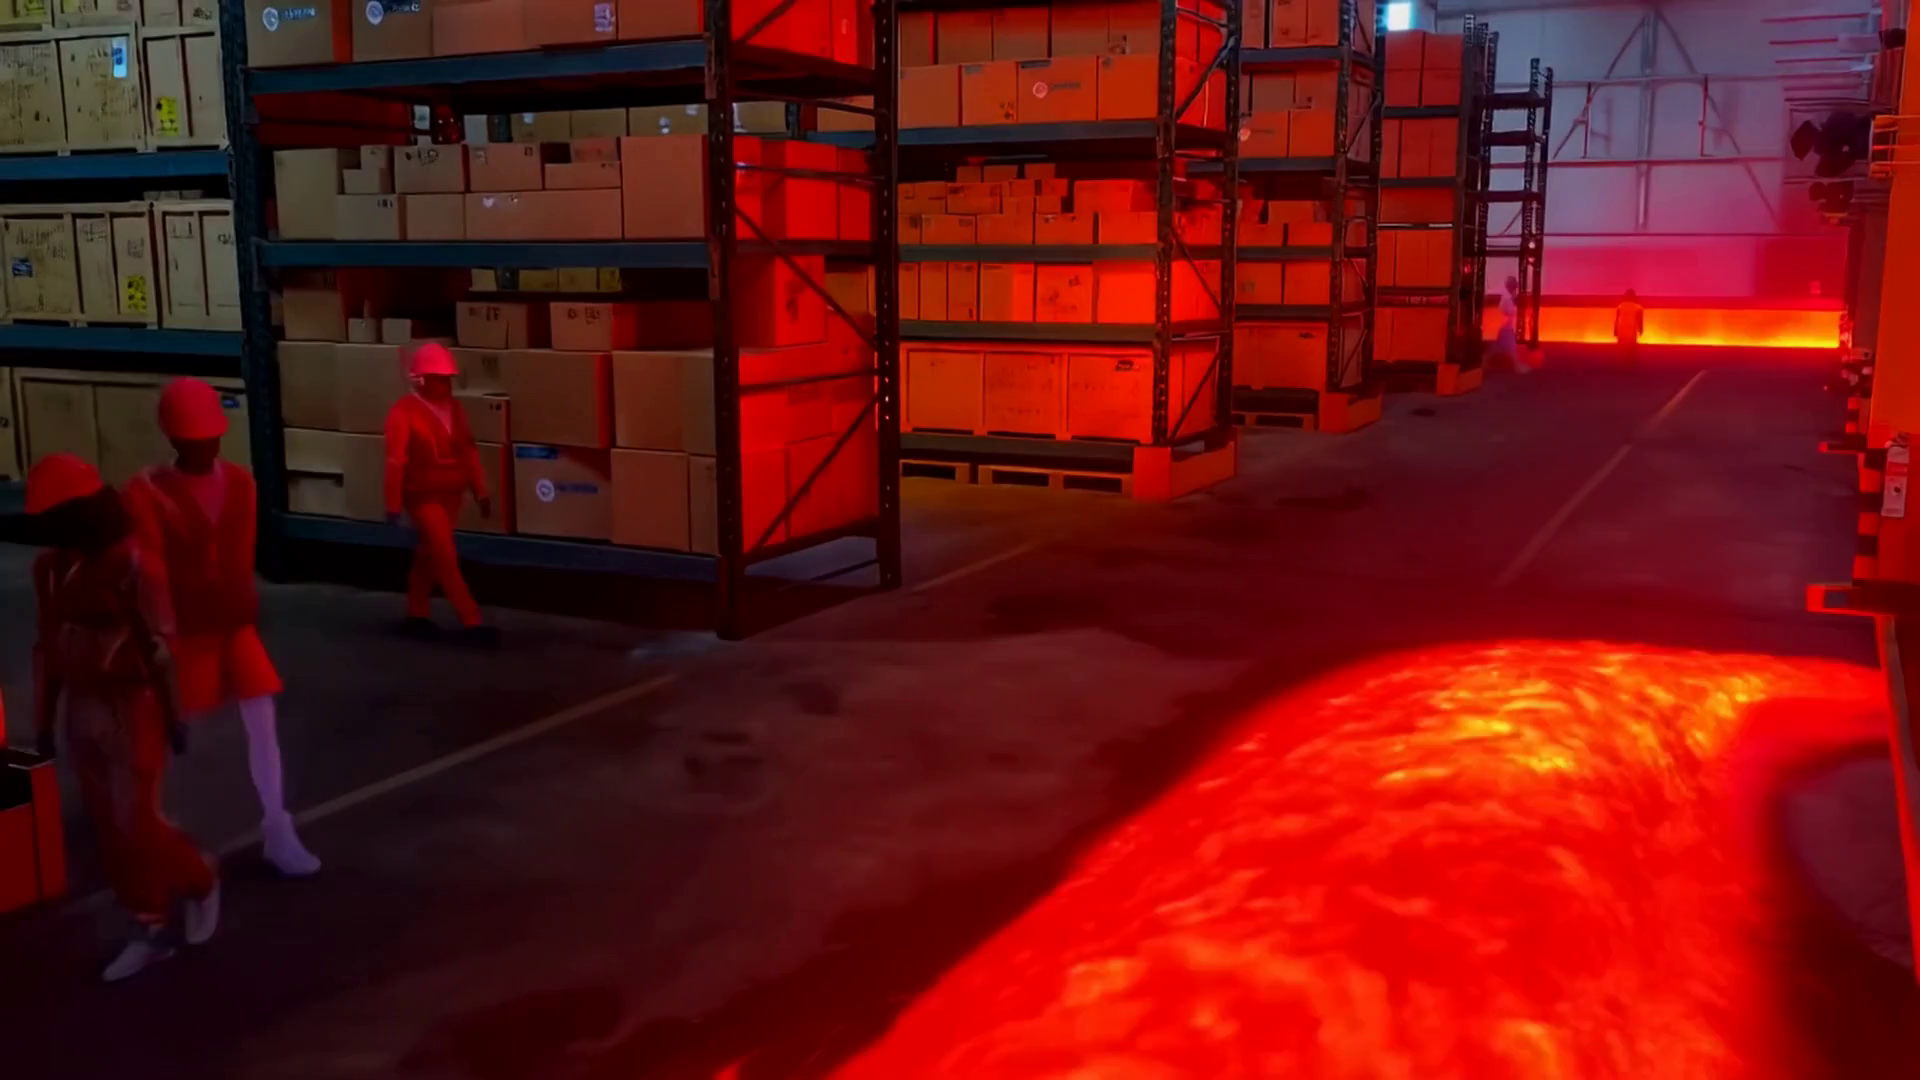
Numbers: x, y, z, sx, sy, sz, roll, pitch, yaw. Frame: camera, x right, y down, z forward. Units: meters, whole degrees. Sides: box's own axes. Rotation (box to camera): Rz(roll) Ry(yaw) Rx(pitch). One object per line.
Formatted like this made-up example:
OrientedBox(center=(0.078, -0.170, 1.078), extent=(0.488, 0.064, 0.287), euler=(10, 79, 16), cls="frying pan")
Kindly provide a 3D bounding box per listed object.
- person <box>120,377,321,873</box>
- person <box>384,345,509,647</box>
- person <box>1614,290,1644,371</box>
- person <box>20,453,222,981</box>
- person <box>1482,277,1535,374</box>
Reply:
OrientedBox(center=(-2.904, 0.314, 6.309), extent=(0.925, 1.889, 0.545), euler=(7, 12, 35), cls="person")
OrientedBox(center=(-3.051, -0.261, 9.911), extent=(0.912, 1.781, 0.623), euler=(4, 11, 24), cls="person")
OrientedBox(center=(13.276, -4.150, 32.999), extent=(0.515, 1.595, 0.855), euler=(8, 12, 38), cls="person")
OrientedBox(center=(-2.724, 0.566, 5.350), extent=(0.498, 1.716, 0.424), euler=(3, 10, 17), cls="person")
OrientedBox(center=(10.578, -4.137, 32.146), extent=(1.040, 1.865, 0.569), euler=(4, 10, 20), cls="person")
